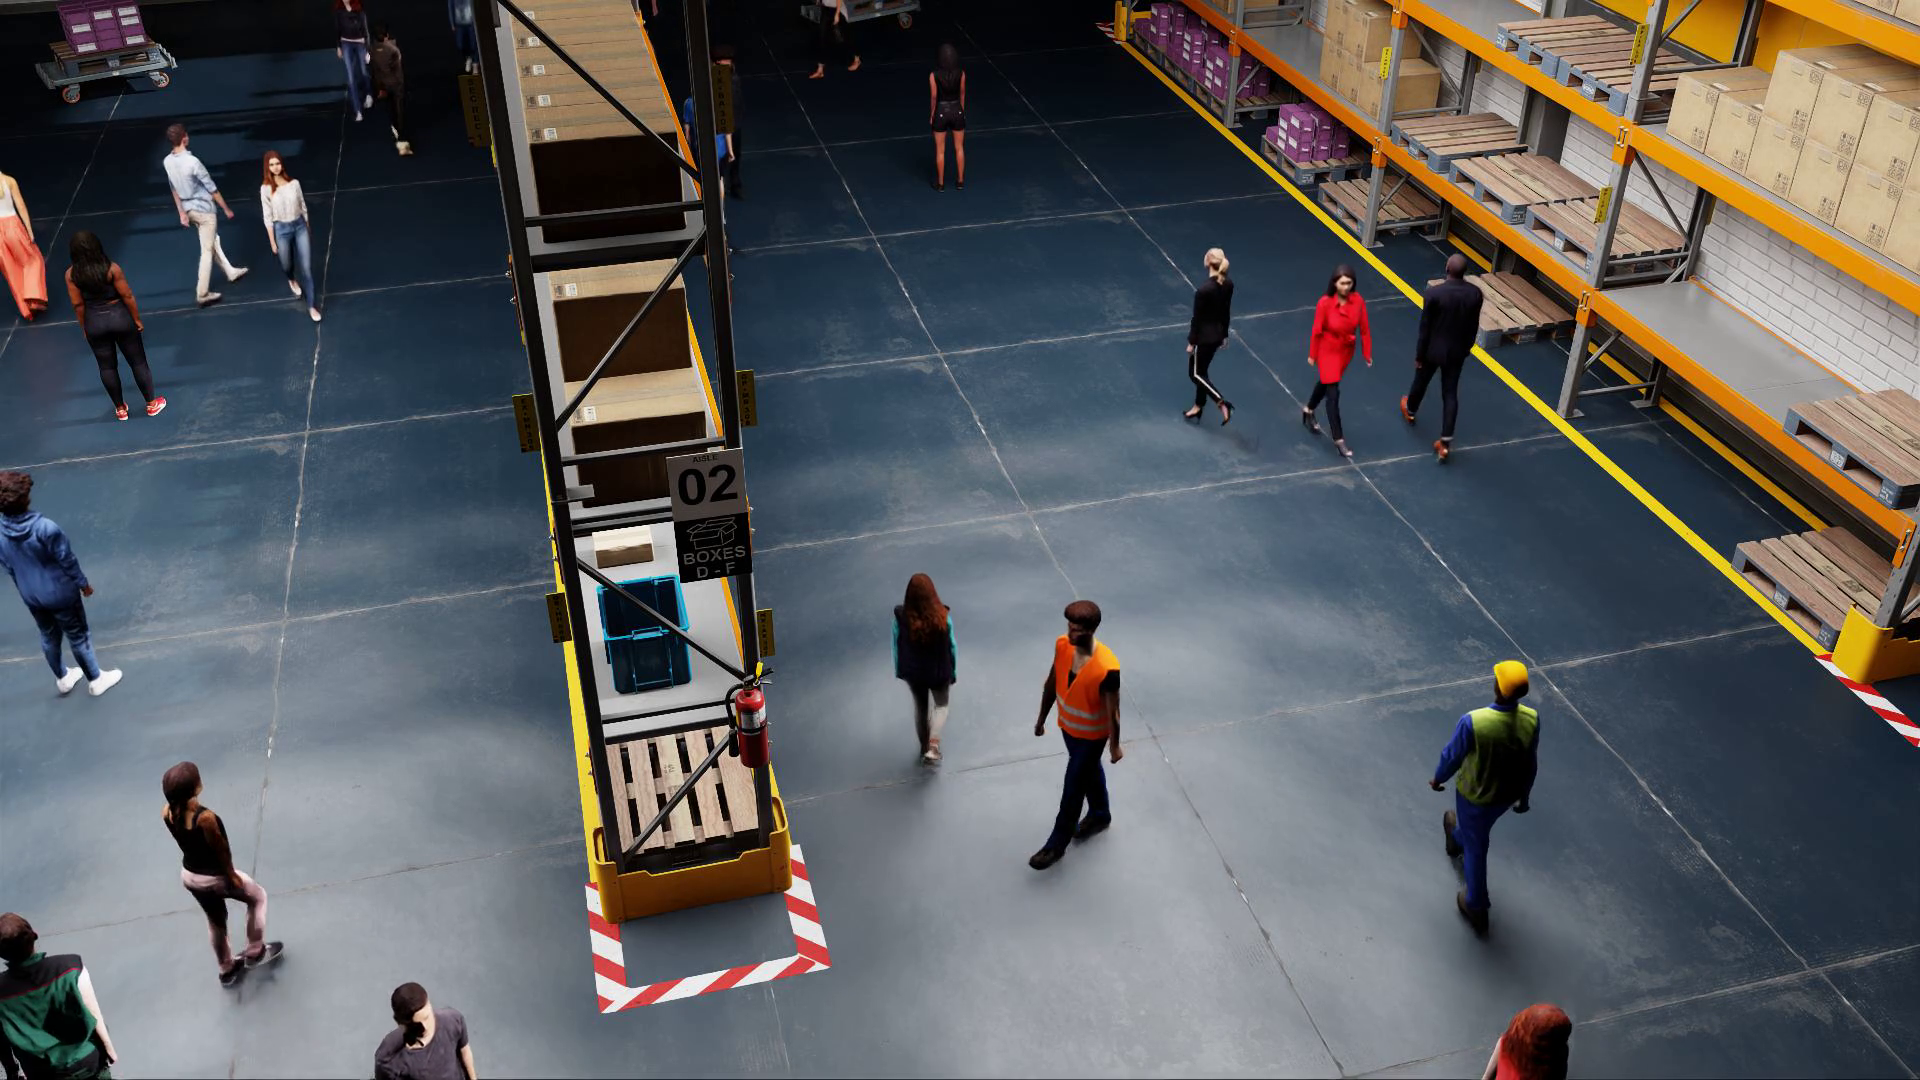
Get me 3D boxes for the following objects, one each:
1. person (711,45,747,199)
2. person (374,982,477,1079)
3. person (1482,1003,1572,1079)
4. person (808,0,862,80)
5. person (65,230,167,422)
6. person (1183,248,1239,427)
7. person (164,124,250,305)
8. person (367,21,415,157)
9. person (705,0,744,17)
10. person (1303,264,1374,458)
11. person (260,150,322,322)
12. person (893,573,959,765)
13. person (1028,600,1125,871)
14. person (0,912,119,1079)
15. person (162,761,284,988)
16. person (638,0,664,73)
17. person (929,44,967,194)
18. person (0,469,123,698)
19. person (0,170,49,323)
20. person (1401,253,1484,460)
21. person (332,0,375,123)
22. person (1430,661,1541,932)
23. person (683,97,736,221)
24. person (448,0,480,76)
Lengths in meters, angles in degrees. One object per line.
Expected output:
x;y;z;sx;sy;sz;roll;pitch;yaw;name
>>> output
-2.789;-4.918;19.465;0.751;1.759;1.056;-16;37;-22;person
-2.576;2.719;8.019;1.026;1.711;1.274;-29;43;-36;person
2.545;2.820;7.762;0.678;1.826;0.471;-10;35;-14;person
-1.658;-7.323;23.061;1.182;1.783;1.101;27;42;35;person
-7.625;-1.934;14.924;0.660;1.816;0.593;-9;35;-14;person
2.252;-1.731;14.740;0.848;1.681;0.979;-27;42;-34;person
-7.798;-3.298;16.979;1.076;1.812;1.165;15;36;21;person
-7.020;-5.689;20.729;0.856;1.643;1.255;-1;34;-1;person
-3.747;-8.822;25.520;0.813;1.557;0.998;-16;37;-23;person
3.238;-1.634;14.585;0.676;1.691;1.096;-12;35;-17;person
-6.771;-3.105;16.786;0.762;1.705;1.107;-18;37;-24;person
-0.228;0.896;10.955;0.675;1.496;0.697;3;34;5;person
0.840;1.116;10.292;0.993;1.864;1.039;-22;40;-30;person
-4.373;2.575;8.147;0.892;1.808;1.228;-20;39;-27;person
-4.247;1.930;9.349;0.660;1.552;0.716;9;35;14;person
-4.400;-7.316;23.129;1.035;1.696;0.923;28;42;35;person
-0.139;-4.961;19.544;0.604;1.743;0.525;-10;35;-15;person
-6.330;0.324;11.531;0.765;1.811;0.740;5;34;7;person
-9.483;-2.987;16.532;0.639;1.789;0.713;-10;35;-15;person
4.209;-1.558;14.402;0.906;1.767;1.255;-1;34;-2;person
-7.857;-6.394;21.717;0.720;1.723;1.241;-4;34;-5;person
3.119;1.525;9.749;0.786;1.783;1.150;-4;34;-6;person
-2.761;-4.280;18.424;0.720;1.848;0.867;-11;35;-16;person
-6.861;-7.193;23.149;0.606;1.469;0.636;-3;34;-5;person
